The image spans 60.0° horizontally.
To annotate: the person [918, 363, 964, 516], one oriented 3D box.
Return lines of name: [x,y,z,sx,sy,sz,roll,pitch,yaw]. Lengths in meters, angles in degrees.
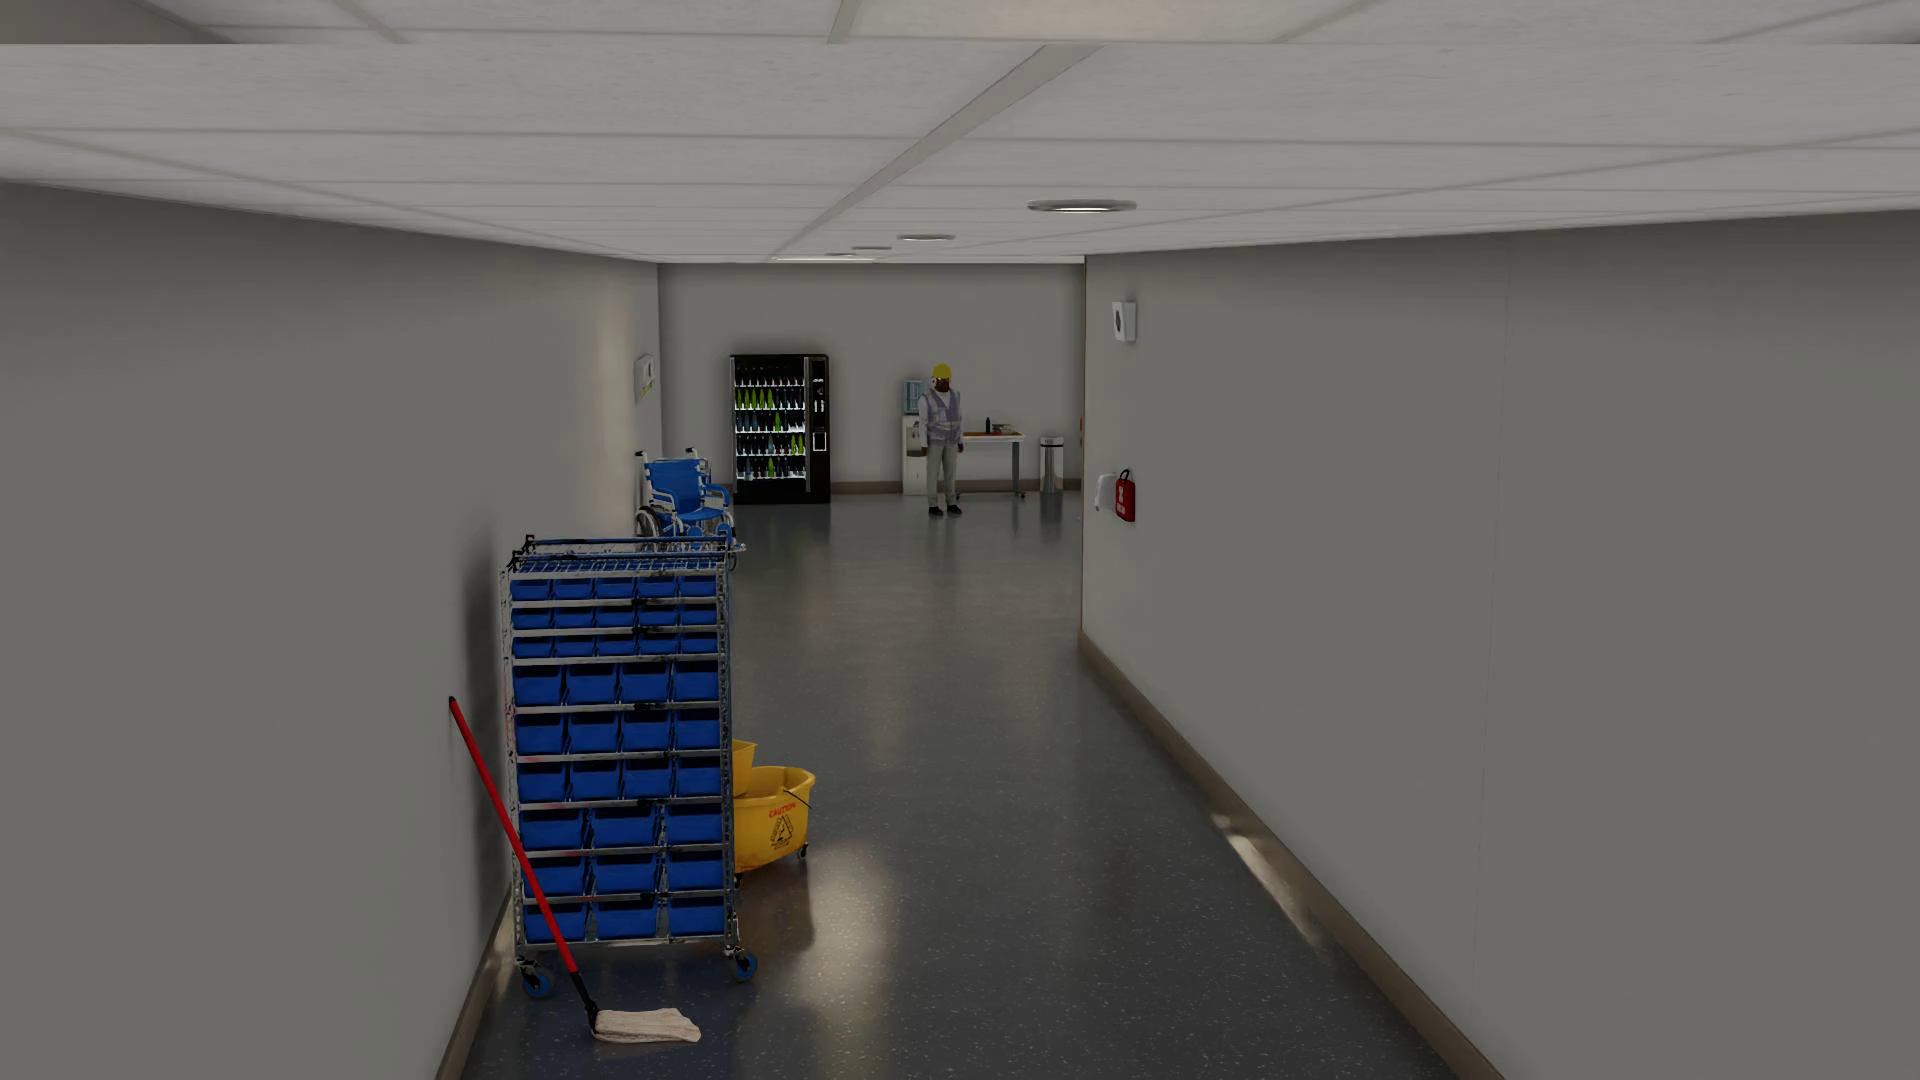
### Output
person: [-0.216,-1.204,19.923,0.601,1.828,0.403,-6,11,-33]
